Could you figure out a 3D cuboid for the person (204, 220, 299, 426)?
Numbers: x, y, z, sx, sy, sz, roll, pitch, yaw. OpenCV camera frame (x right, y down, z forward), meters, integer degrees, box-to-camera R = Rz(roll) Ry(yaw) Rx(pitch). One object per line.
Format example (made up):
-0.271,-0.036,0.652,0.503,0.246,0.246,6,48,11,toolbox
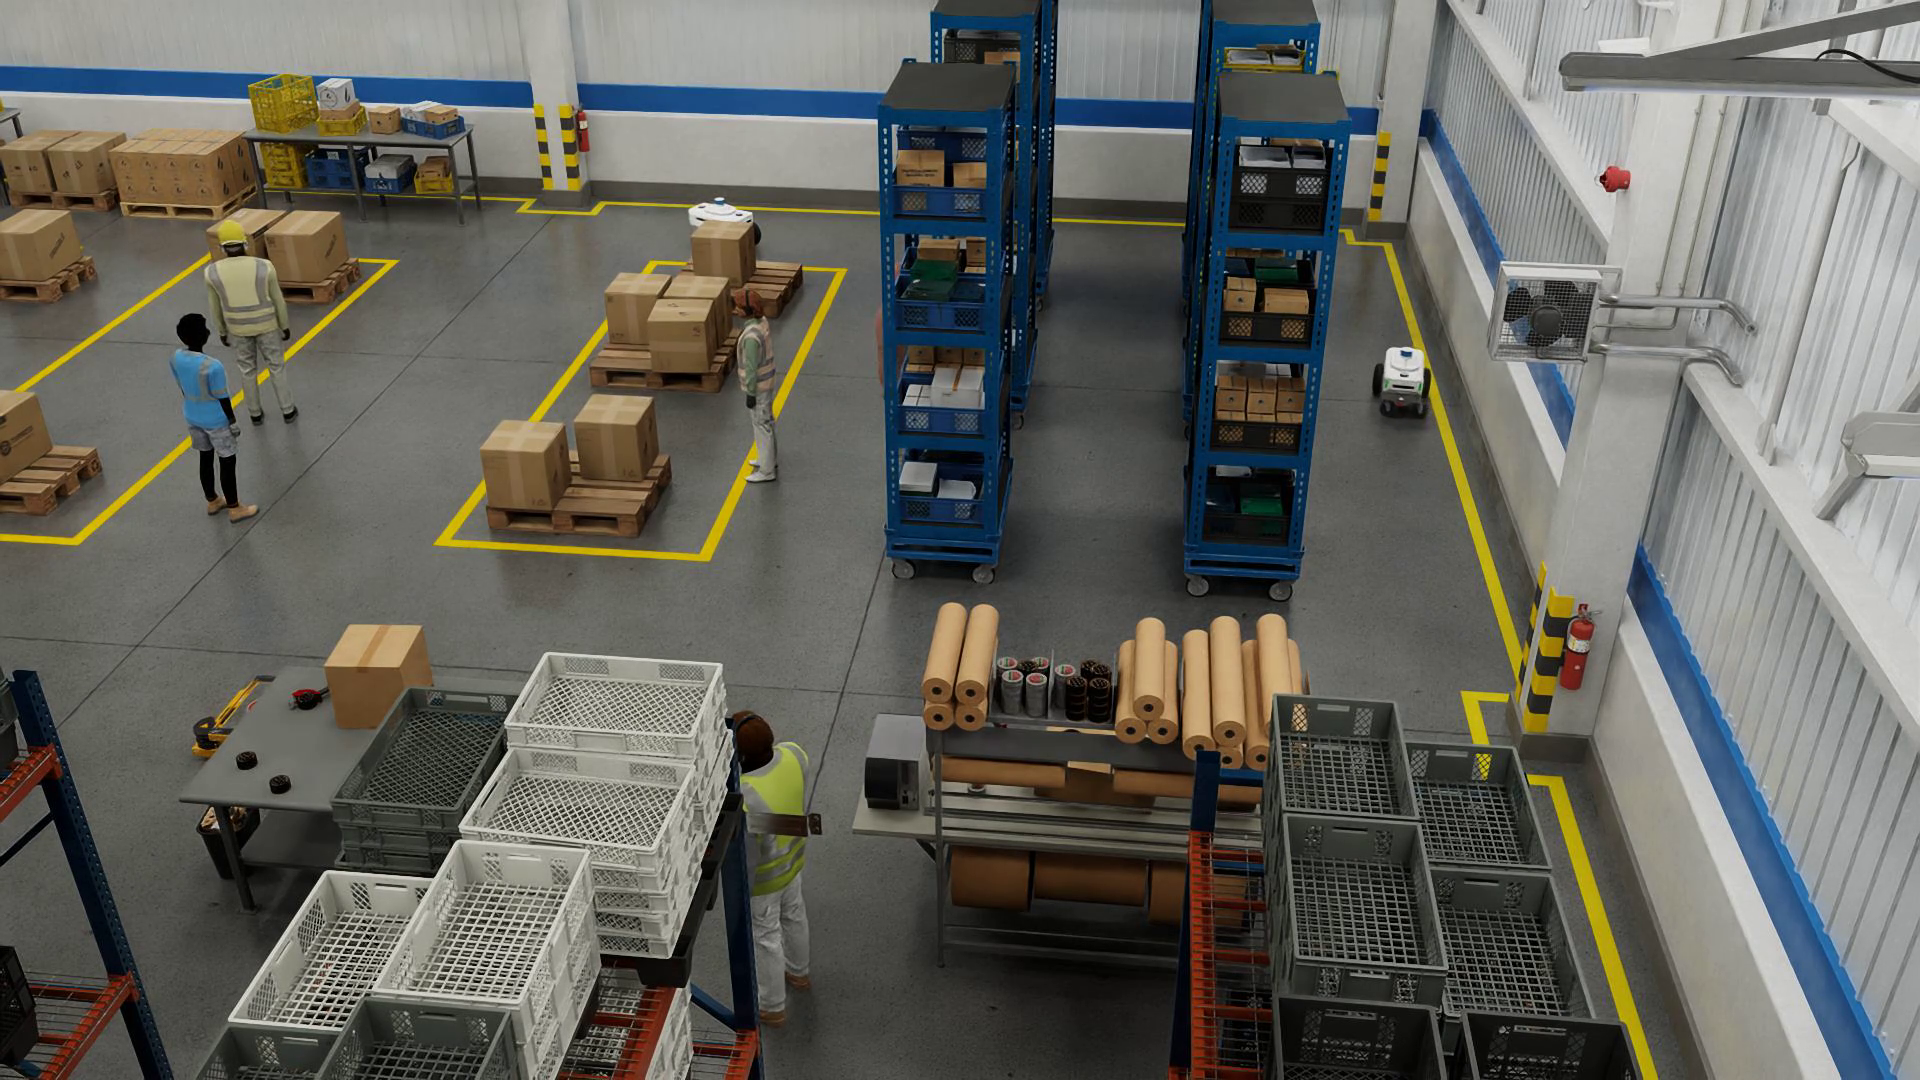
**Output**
-6.080,-1.856,14.302,0.597,1.824,0.403,-7,31,-12,person

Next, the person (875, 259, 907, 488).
-0.399,-1.347,13.287,0.435,1.971,0.646,24,38,35,person

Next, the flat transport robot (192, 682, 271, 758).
-4.089,1.163,10.648,1.431,0.197,0.652,3,30,6,flat transport robot

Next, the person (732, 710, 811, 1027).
-0.987,1.628,8.301,0.429,1.839,0.634,13,33,21,person

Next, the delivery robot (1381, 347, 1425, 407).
3.954,-1.479,14.817,0.477,0.478,0.707,7,31,12,delivery robot

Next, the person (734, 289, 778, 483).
-1.638,-1.255,13.459,0.312,1.631,0.508,1,30,2,person

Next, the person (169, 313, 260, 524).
-5.790,-0.944,12.867,0.532,1.688,0.319,15,34,24,person

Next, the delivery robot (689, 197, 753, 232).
-2.635,-3.533,18.344,0.707,0.478,0.477,17,34,27,delivery robot
